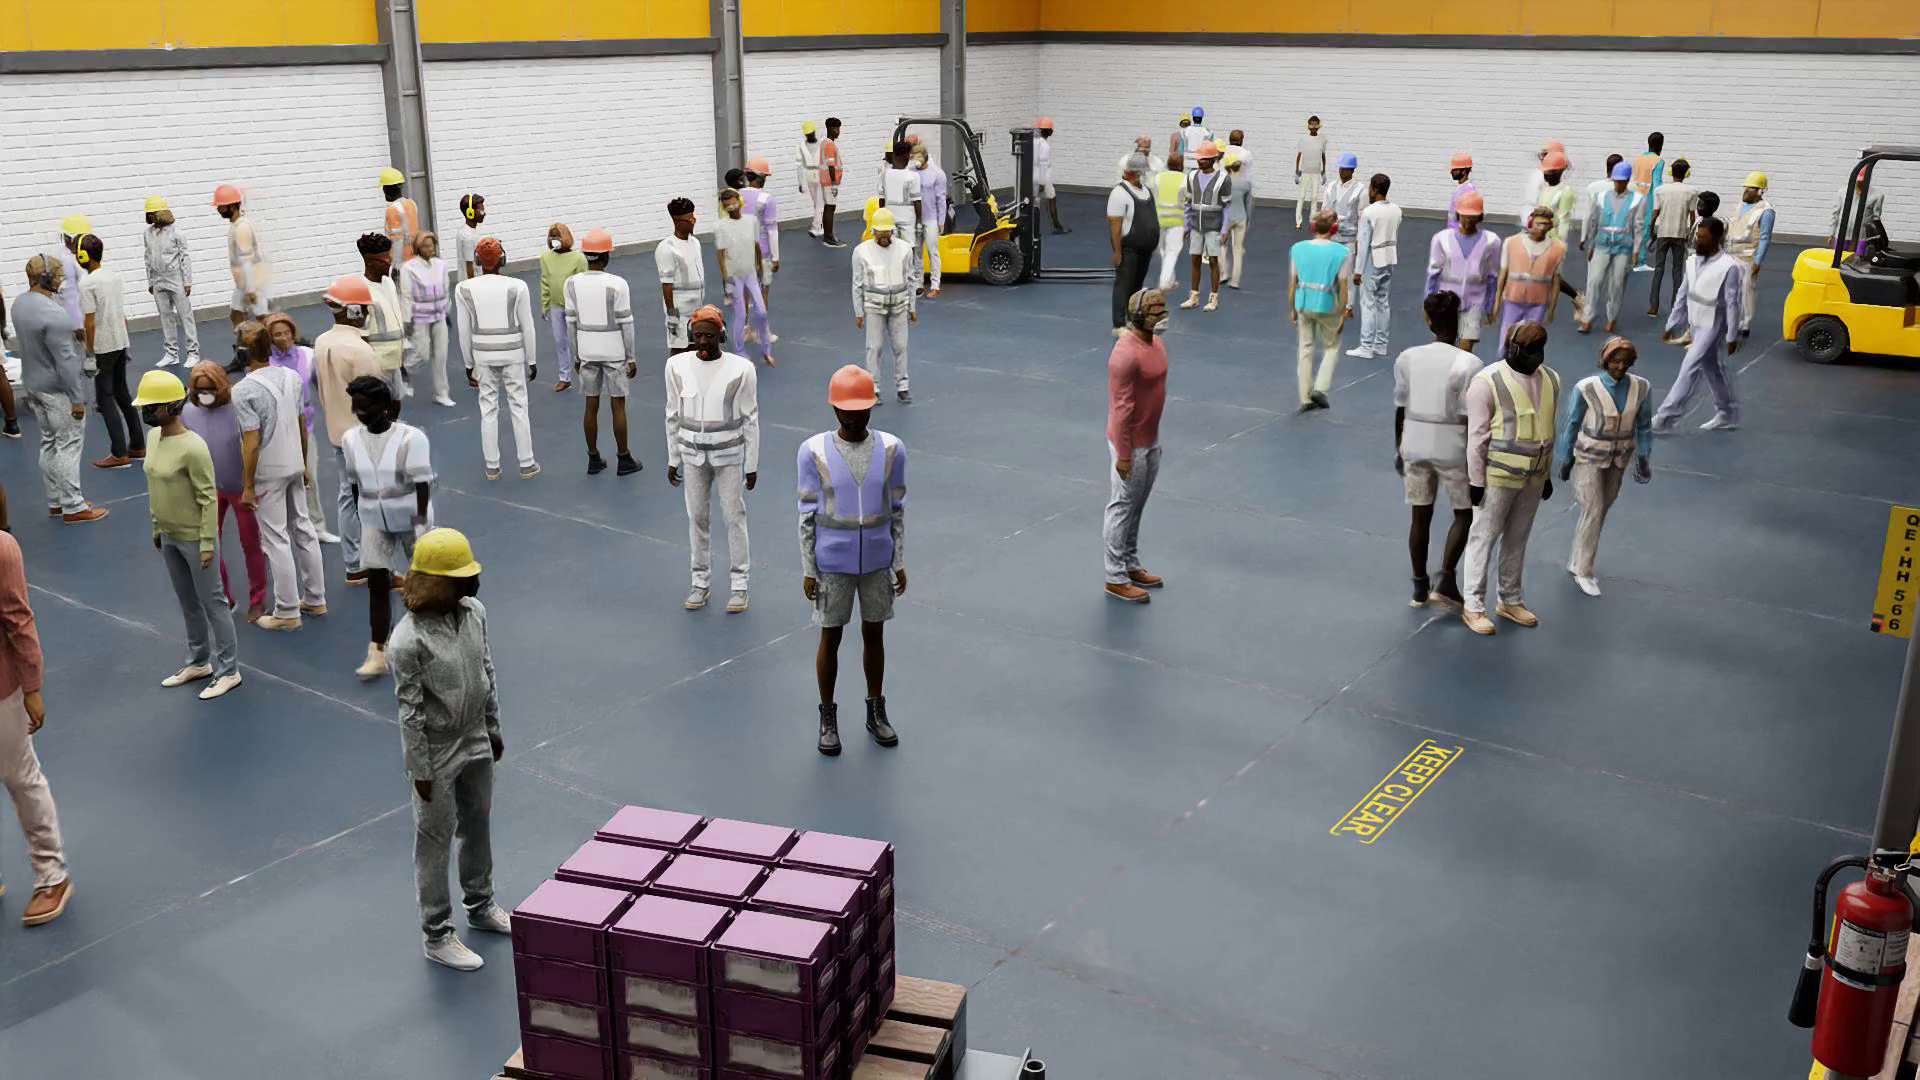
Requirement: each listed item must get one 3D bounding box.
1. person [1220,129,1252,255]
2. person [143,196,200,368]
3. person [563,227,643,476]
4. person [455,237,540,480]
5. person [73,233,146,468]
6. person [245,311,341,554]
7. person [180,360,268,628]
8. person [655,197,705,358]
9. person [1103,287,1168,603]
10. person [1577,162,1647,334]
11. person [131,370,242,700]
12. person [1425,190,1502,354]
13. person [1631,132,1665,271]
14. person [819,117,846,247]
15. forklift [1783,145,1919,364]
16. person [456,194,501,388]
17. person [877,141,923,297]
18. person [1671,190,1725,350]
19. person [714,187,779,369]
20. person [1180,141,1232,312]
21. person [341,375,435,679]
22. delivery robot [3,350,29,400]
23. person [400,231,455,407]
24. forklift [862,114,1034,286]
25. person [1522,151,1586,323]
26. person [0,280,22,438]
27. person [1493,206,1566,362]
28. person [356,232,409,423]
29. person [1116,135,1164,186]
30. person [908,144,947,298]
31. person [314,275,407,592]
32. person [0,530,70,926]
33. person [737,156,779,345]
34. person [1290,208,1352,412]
[{"bbox_3d":[4.079,-5.194,24.846,0.629,1.836,0.430,13,22,36],"label":"person"},{"bbox_3d":[-8.065,-2.622,16.940,0.493,1.743,0.311,4,18,11],"label":"person"},{"bbox_3d":[-2.783,-1.460,12.989,0.545,1.938,0.357,4,18,11],"label":"person"},{"bbox_3d":[-3.562,-1.393,12.871,0.574,1.882,0.356,-2,18,-6],"label":"person"},{"bbox_3d":[-6.811,-1.506,13.273,0.324,1.854,0.530,2,18,5],"label":"person"},{"bbox_3d":[-4.499,-0.733,11.205,0.367,1.640,0.691,16,24,41],"label":"person"},{"bbox_3d":[-4.310,-0.264,9.767,0.502,1.614,0.478,0,18,-1],"label":"person"},{"bbox_3d":[-2.449,-2.066,14.837,0.367,1.966,0.606,6,19,19],"label":"person"},{"bbox_3d":[1.097,-0.596,10.288,0.372,1.939,0.629,8,20,24],"label":"person"},{"bbox_3d":[7.297,-3.241,18.603,0.616,1.910,0.871,10,20,30],"label":"person"},{"bbox_3d":[-4.101,-0.027,8.783,0.524,1.770,0.315,12,21,33],"label":"person"},{"bbox_3d":[4.563,-2.184,15.160,0.619,2.012,0.895,5,18,16],"label":"person"},{"bbox_3d":[9.571,-4.721,23.240,0.397,1.911,0.587,-3,18,-11],"label":"person"},{"bbox_3d":[-1.978,-5.509,25.621,0.377,1.958,0.600,-4,18,-13],"label":"person"},{"bbox_3d":[9.803,-2.879,17.013,2.313,2.155,1.214,12,21,33],"label":"forklift"},{"bbox_3d":[-4.677,-2.401,16.065,0.324,1.861,0.510,-6,19,-17],"label":"person"},{"bbox_3d":[-0.739,-4.049,21.040,0.613,1.963,0.361,9,20,27],"label":"person"},{"bbox_3d":[7.948,-2.887,17.842,0.317,1.695,0.540,-1,18,-3],"label":"person"},{"bbox_3d":[-2.139,-2.638,16.839,0.608,1.840,0.467,-11,21,-32],"label":"person"},{"bbox_3d":[2.957,-3.779,20.078,0.613,2.039,0.389,13,22,34],"label":"person"},{"bbox_3d":[-3.143,-0.102,9.213,0.537,1.644,0.862,1,18,3],"label":"person"},{"bbox_3d":[-8.671,-1.481,15.140,0.477,0.478,0.707,-8,19,-22],"label":"delivery robot"},{"bbox_3d":[-4.943,-2.039,15.304,0.522,1.621,0.528,12,21,33],"label":"person"},{"bbox_3d":[-0.171,-4.594,22.377,2.313,2.155,1.214,1,18,3],"label":"forklift"},{"bbox_3d":[6.817,-3.417,18.993,0.821,2.017,0.609,-3,18,-8],"label":"person"},{"bbox_3d":[-8.342,-1.787,14.002,0.401,1.953,0.620,12,21,34],"label":"person"},{"bbox_3d":[5.263,-2.193,15.468,0.605,1.822,0.472,4,18,11],"label":"person"},{"bbox_3d":[-4.400,-1.359,12.650,0.373,1.958,0.598,2,18,5],"label":"person"},{"bbox_3d":[2.491,-4.684,23.173,0.665,1.882,0.502,1,18,3],"label":"person"},{"bbox_3d":[-0.474,-4.039,21.082,0.639,1.928,0.389,7,19,22],"label":"person"},{"bbox_3d":[-3.729,-0.651,10.372,0.610,1.991,0.389,15,23,39],"label":"person"},{"bbox_3d":[-3.924,0.587,6.528,0.626,1.980,0.411,-2,18,-6],"label":"person"},{"bbox_3d":[-2.210,-3.141,18.105,0.613,2.031,0.403,10,20,29],"label":"person"},{"bbox_3d":[3.241,-2.070,15.057,0.560,1.835,0.437,10,20,28],"label":"person"}]
